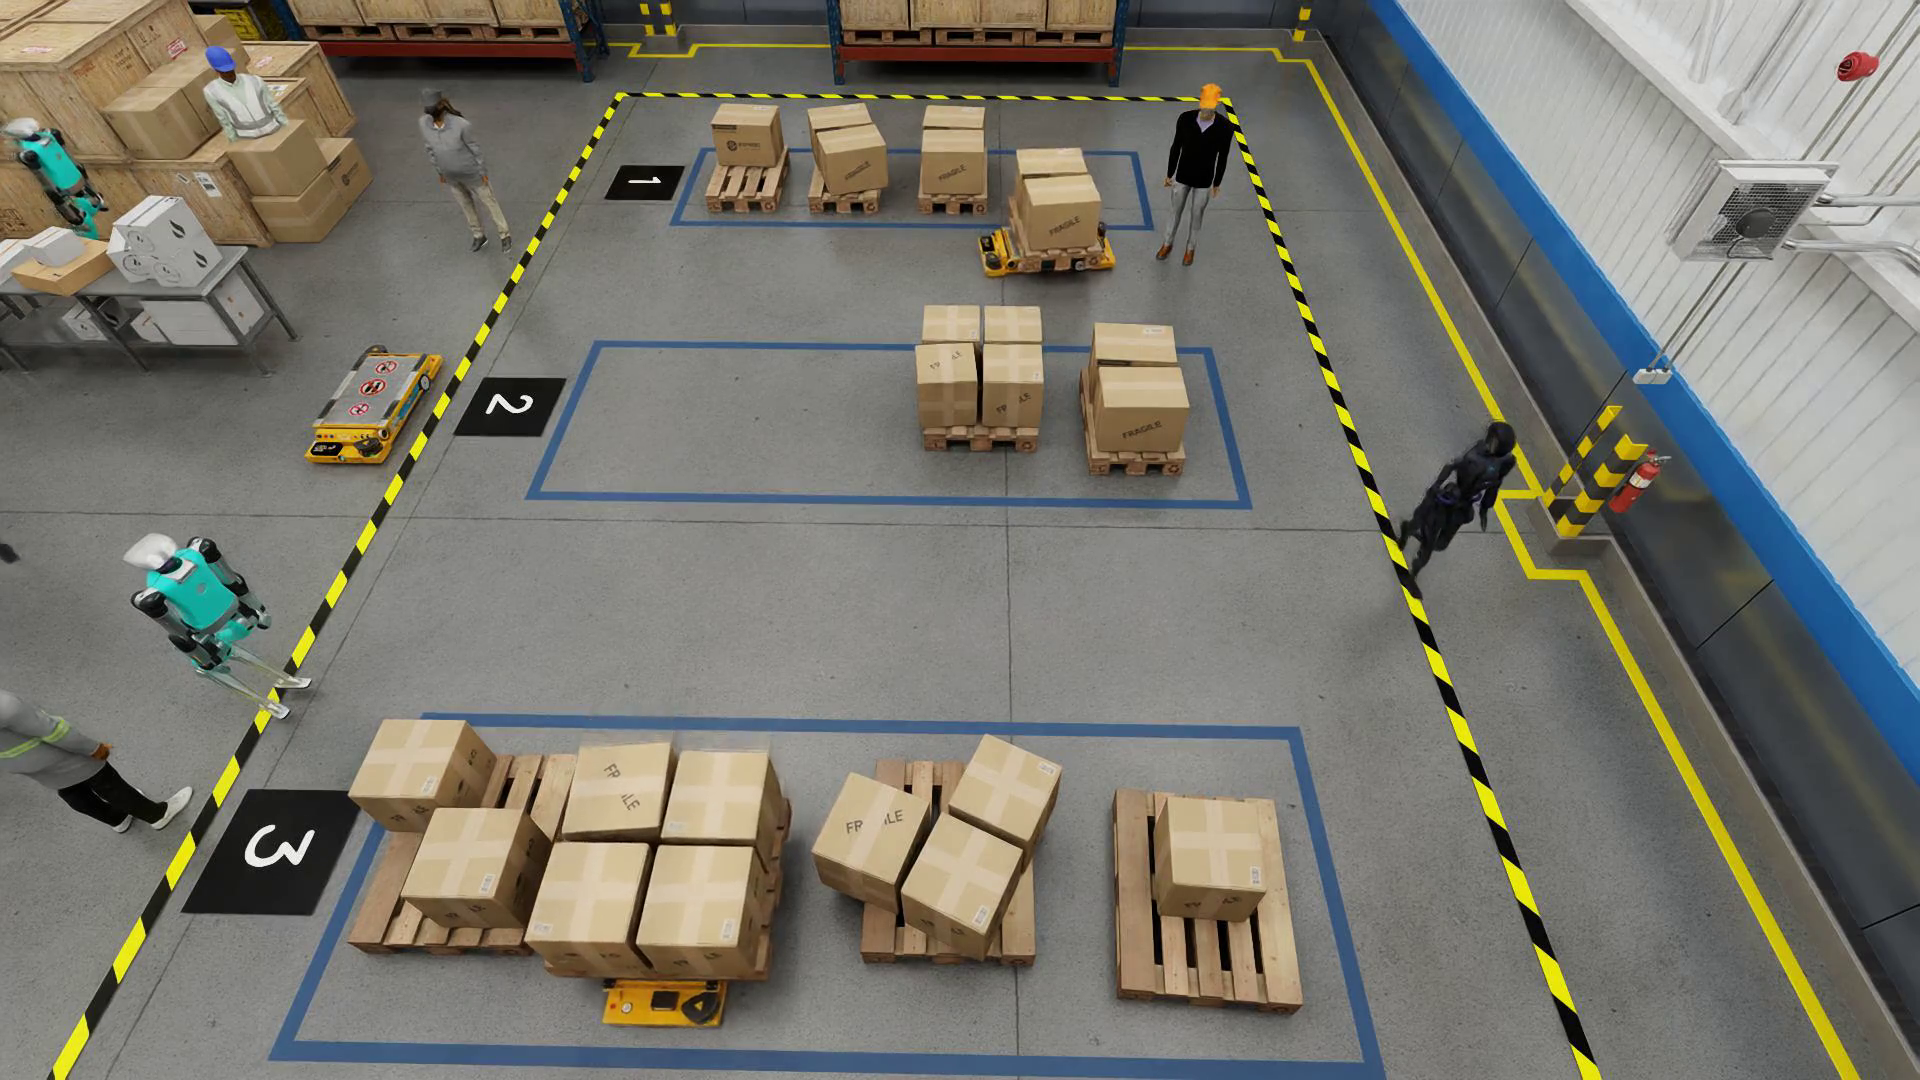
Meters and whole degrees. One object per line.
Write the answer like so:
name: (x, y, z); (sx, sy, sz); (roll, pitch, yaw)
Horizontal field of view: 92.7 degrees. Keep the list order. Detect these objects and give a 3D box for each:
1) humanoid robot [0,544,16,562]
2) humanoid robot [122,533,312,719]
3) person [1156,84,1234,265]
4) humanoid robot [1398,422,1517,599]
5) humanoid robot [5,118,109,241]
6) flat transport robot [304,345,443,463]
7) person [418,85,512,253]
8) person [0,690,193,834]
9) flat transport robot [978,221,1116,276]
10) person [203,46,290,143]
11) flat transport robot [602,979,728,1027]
humanoid robot: (-7.859, -0.380, 6.768); (0.495, 1.636, 0.611); (16, 52, 13)
humanoid robot: (-4.843, 0.541, 5.859); (0.735, 1.677, 0.533); (10, 50, 8)
person: (2.417, -3.750, 9.482); (0.591, 1.882, 0.373); (19, 52, 16)
humanoid robot: (3.547, -0.300, 6.708); (0.600, 1.623, 0.607); (-7, 50, -6)
humanoid robot: (-9.017, -3.318, 9.256); (0.762, 1.851, 0.564); (-2, 50, -2)
flat transport robot: (-5.383, -1.269, 8.441); (0.659, 0.231, 1.431); (1, 50, 1)
person: (-5.242, -3.895, 9.679); (0.563, 1.769, 0.398); (1, 50, 1)
person: (-5.307, 1.198, 5.316); (0.588, 1.852, 0.370); (-1, 50, -1)
flat transport robot: (0.950, -3.212, 10.067); (1.431, 0.197, 0.652); (-6, 50, -5)
person: (-7.548, -4.348, 9.954); (0.602, 1.939, 0.412); (-34, 58, -25)
flat transport robot: (-1.662, 2.133, 5.544); (0.652, 0.197, 1.431); (1, 50, 1)
